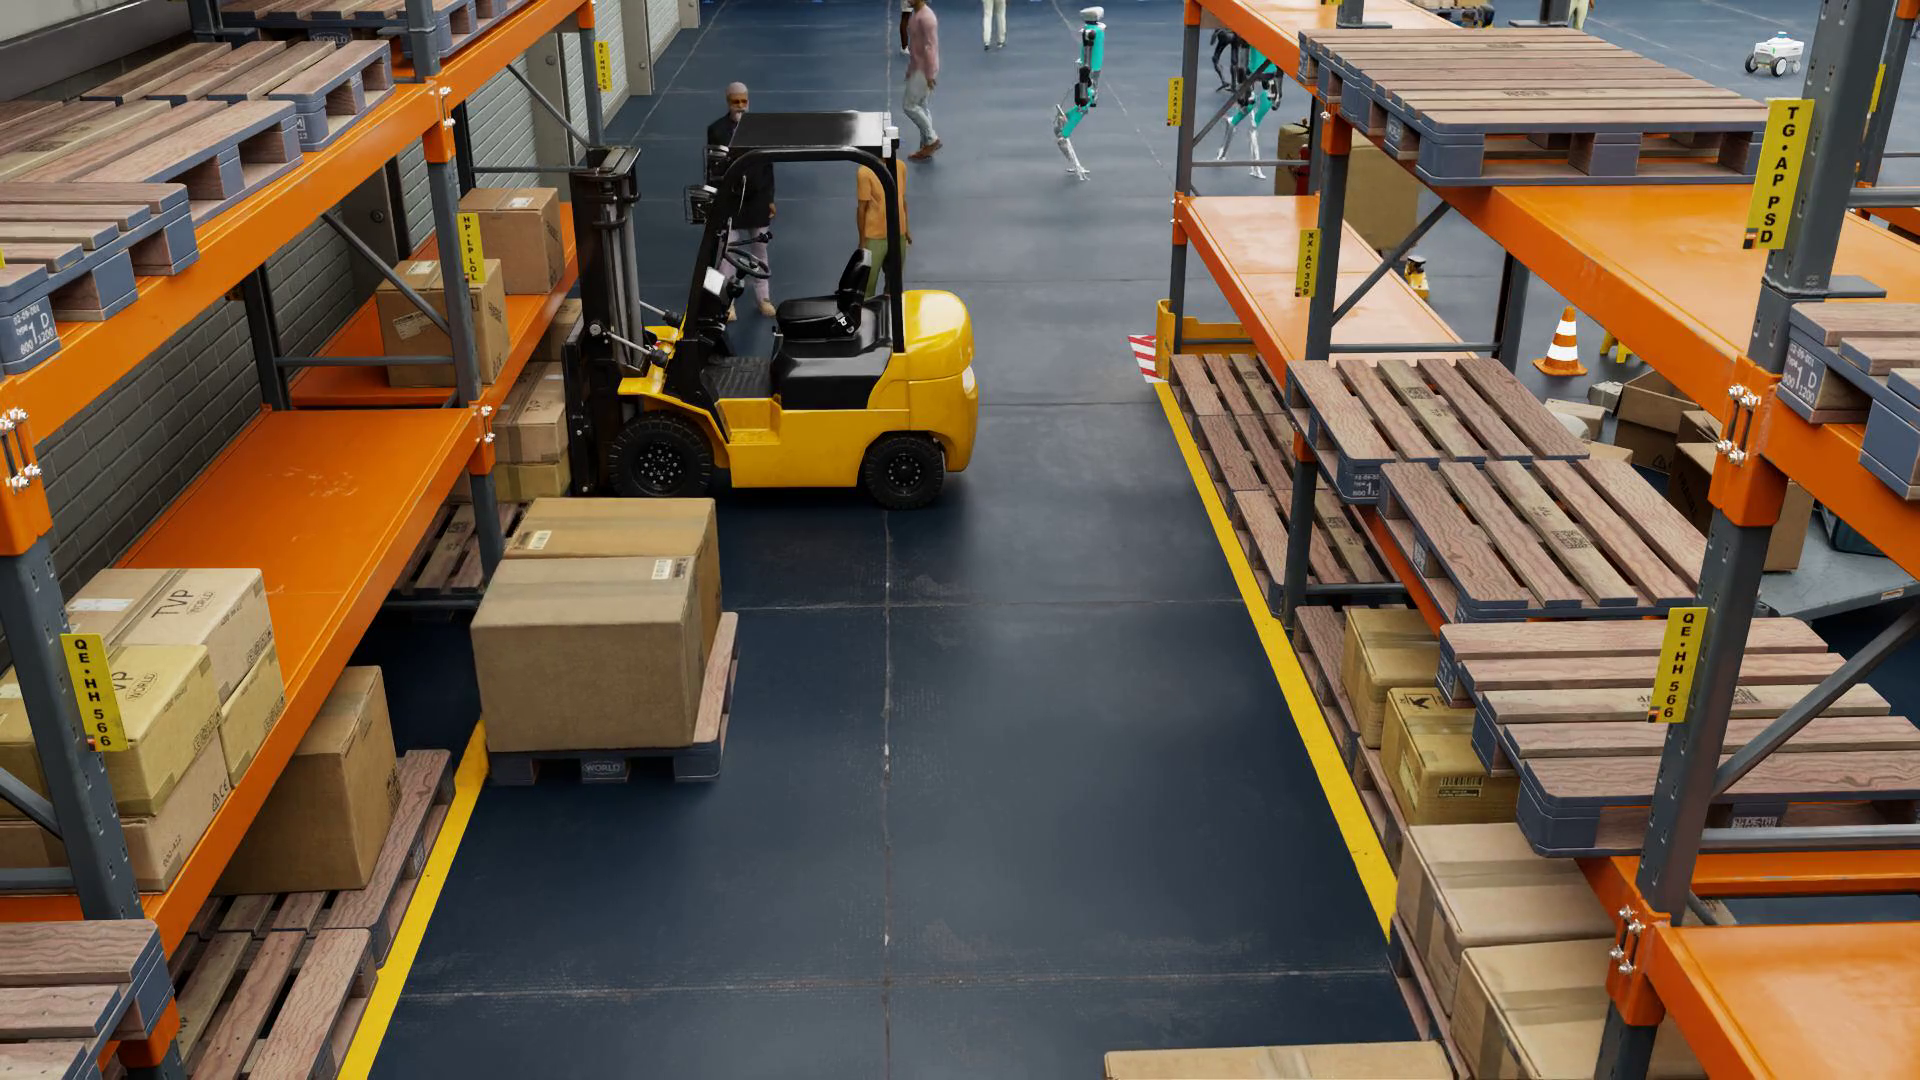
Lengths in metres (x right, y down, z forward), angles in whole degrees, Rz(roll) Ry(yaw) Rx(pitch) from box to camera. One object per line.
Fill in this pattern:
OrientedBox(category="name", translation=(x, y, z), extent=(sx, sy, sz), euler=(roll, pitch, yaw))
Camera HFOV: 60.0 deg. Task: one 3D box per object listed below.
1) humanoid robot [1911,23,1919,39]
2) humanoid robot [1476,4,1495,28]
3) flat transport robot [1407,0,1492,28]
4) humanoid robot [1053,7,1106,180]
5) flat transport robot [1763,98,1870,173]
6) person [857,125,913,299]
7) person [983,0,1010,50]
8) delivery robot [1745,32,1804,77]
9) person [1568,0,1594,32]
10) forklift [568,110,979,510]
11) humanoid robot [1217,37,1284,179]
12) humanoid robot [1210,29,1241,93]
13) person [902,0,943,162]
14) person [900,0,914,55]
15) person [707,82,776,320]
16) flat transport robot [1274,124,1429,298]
OrientedBox(category="humanoid robot", translation=(15.423, -8.670, 26.085), extent=(0.832, 1.623, 0.599), euler=(14, 29, 27))
OrientedBox(category="humanoid robot", translation=(5.671, -5.032, 18.307), extent=(0.587, 1.646, 0.517), euler=(-8, 26, -16))
OrientedBox(category="flat transport robot", translation=(7.943, -8.520, 27.346), extent=(1.431, 0.231, 0.659), euler=(-3, 25, -7))
OrientedBox(category="humanoid robot", translation=(1.179, -4.679, 17.517), extent=(0.670, 1.818, 0.543), euler=(8, 26, 17))
OrientedBox(category="flat transport robot", translation=(8.973, -4.108, 18.002), extent=(1.431, 0.231, 0.659), euler=(-5, 26, -11))
OrientedBox(category="person", translation=(-0.548, -2.245, 12.361), extent=(0.459, 1.717, 0.367), euler=(-17, 30, -32))
OrientedBox(category="person", translation=(0.526, -8.351, 25.274), extent=(0.567, 1.722, 0.748), euler=(4, 26, 8))
OrientedBox(category="delivery robot", translation=(11.541, -6.850, 23.497), extent=(0.811, 0.614, 0.499), euler=(-14, 29, -28))
OrientedBox(category="person", translation=(8.786, -7.718, 23.748), extent=(0.524, 1.894, 0.401), euler=(1, 25, 3))
OrientedBox(category="forklift", translation=(-1.043, -1.379, 9.976), extent=(2.313, 2.155, 1.214), euler=(-1, 25, -2))
OrientedBox(category="humanoid robot", translation=(3.036, -4.772, 17.722), extent=(0.566, 1.783, 0.940), euler=(-9, 27, -18))
OrientedBox(category="humanoid robot", translation=(3.564, -6.764, 21.977), extent=(0.609, 1.645, 0.332), euler=(-21, 32, -37))
OrientedBox(category="person", translation=(-0.461, -5.114, 18.206), extent=(0.459, 1.924, 0.655), euler=(-5, 26, -11))
OrientedBox(category="person", translation=(-0.759, -8.217, 24.798), extent=(0.377, 1.900, 0.543), euler=(4, 26, 9))
OrientedBox(category="person", translation=(-1.715, -2.666, 13.091), extent=(0.543, 1.854, 0.404), euler=(-10, 27, -19))
OrientedBox(category="flat transport robot", translation=(3.210, -2.251, 14.070), extent=(1.431, 0.231, 0.659), euler=(4, 26, 9))
